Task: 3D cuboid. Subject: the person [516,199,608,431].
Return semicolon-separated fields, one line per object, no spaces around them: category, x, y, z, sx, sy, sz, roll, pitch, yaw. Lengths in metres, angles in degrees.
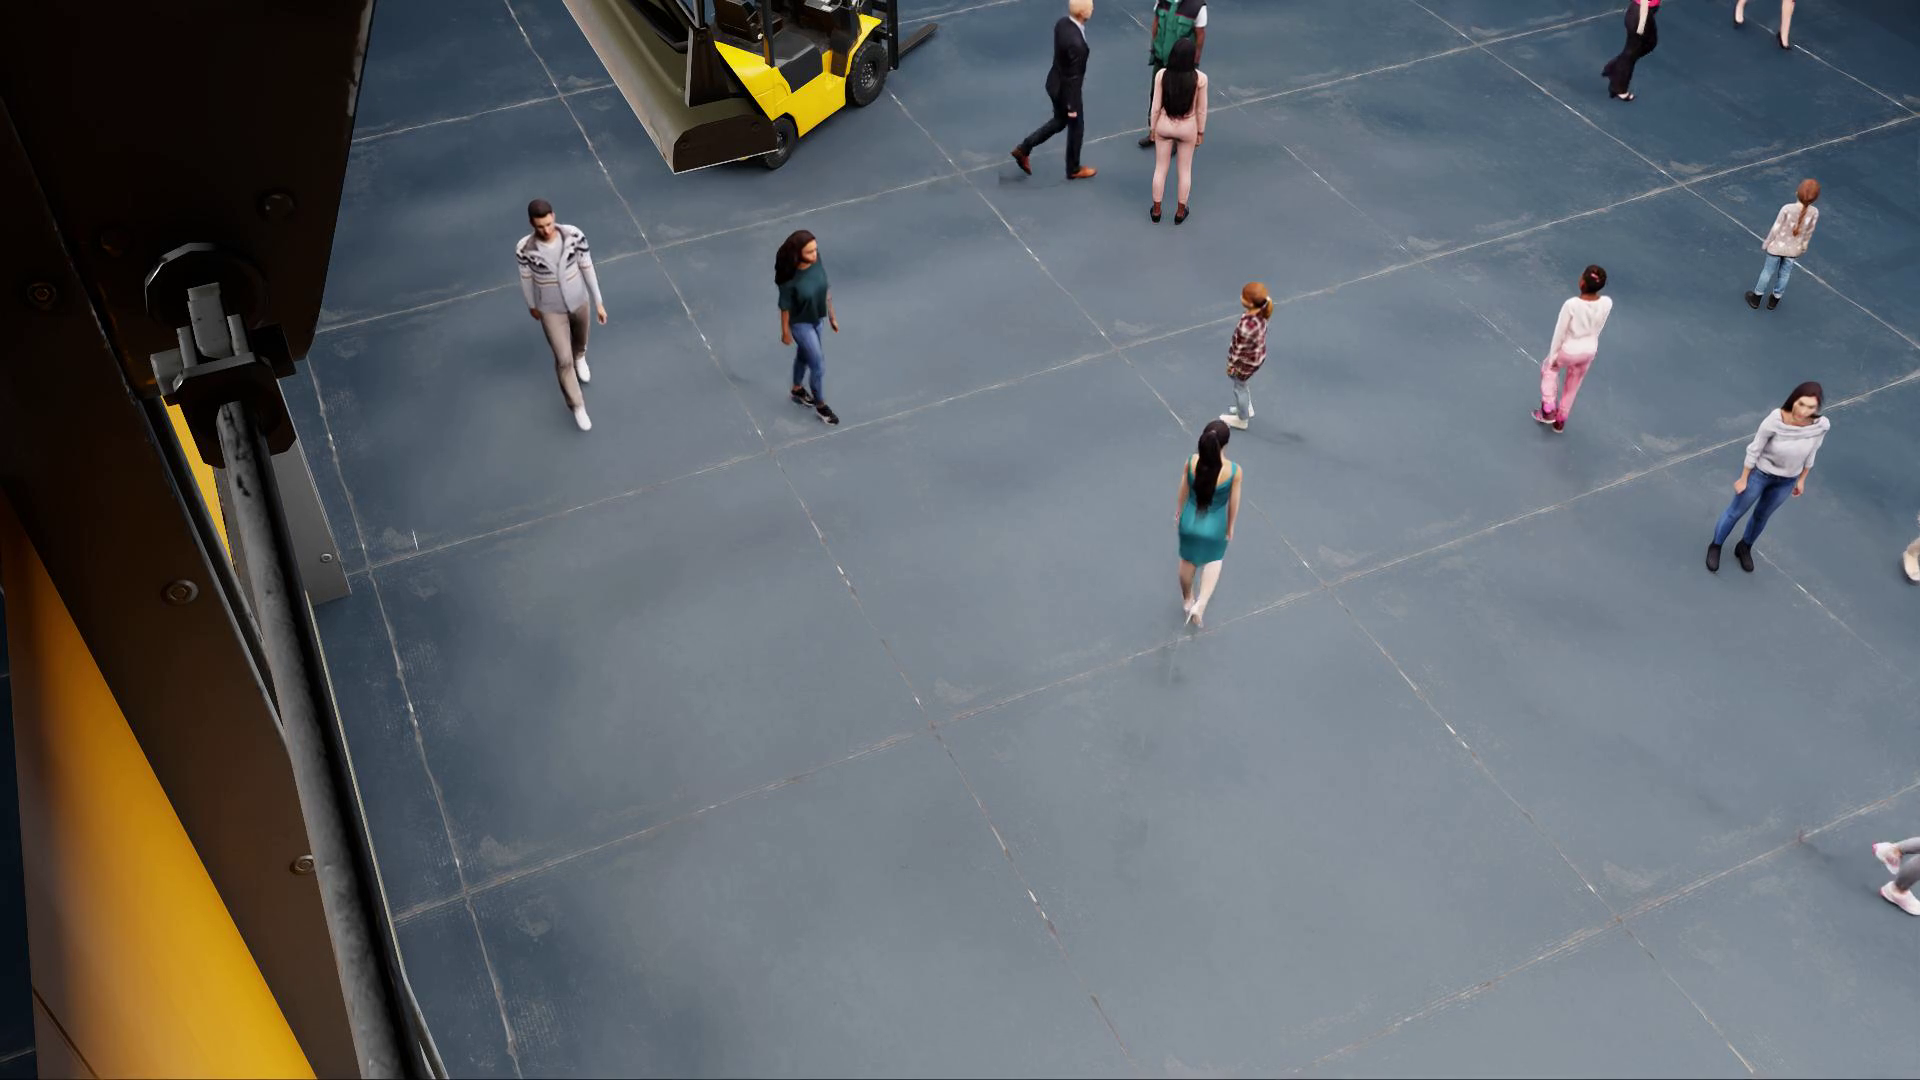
person;-2.999;-1.840;12.523;0.704;1.833;1.164;-20;47;-19

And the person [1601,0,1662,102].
person;6.474;-5.027;16.001;0.809;1.649;0.750;17;46;17

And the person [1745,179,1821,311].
person;6.751;-2.416;13.590;0.561;1.194;0.598;7;44;7

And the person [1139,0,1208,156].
person;1.968;-4.419;15.225;0.715;1.839;0.839;28;50;26

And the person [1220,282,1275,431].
person;2.197;-1.353;12.400;0.669;1.297;0.631;23;48;22

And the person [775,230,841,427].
person;-1.215;-1.661;12.507;0.907;1.596;0.796;25;49;24

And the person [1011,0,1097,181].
person;0.863;-3.994;14.824;0.890;1.777;1.022;-9;44;-9

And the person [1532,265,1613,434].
person;4.580;-1.380;12.323;0.633;1.442;0.656;1;44;1

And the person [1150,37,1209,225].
person;1.867;-3.530;14.378;0.699;1.720;0.718;7;44;8

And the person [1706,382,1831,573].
person;5.446;-0.431;11.191;0.679;1.630;0.675;2;44;2

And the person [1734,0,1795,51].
person;8.307;-5.919;16.902;0.674;1.698;1.096;-13;45;-13

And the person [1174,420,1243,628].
person;1.552;-0.052;10.756;0.741;1.680;0.803;12;45;12
